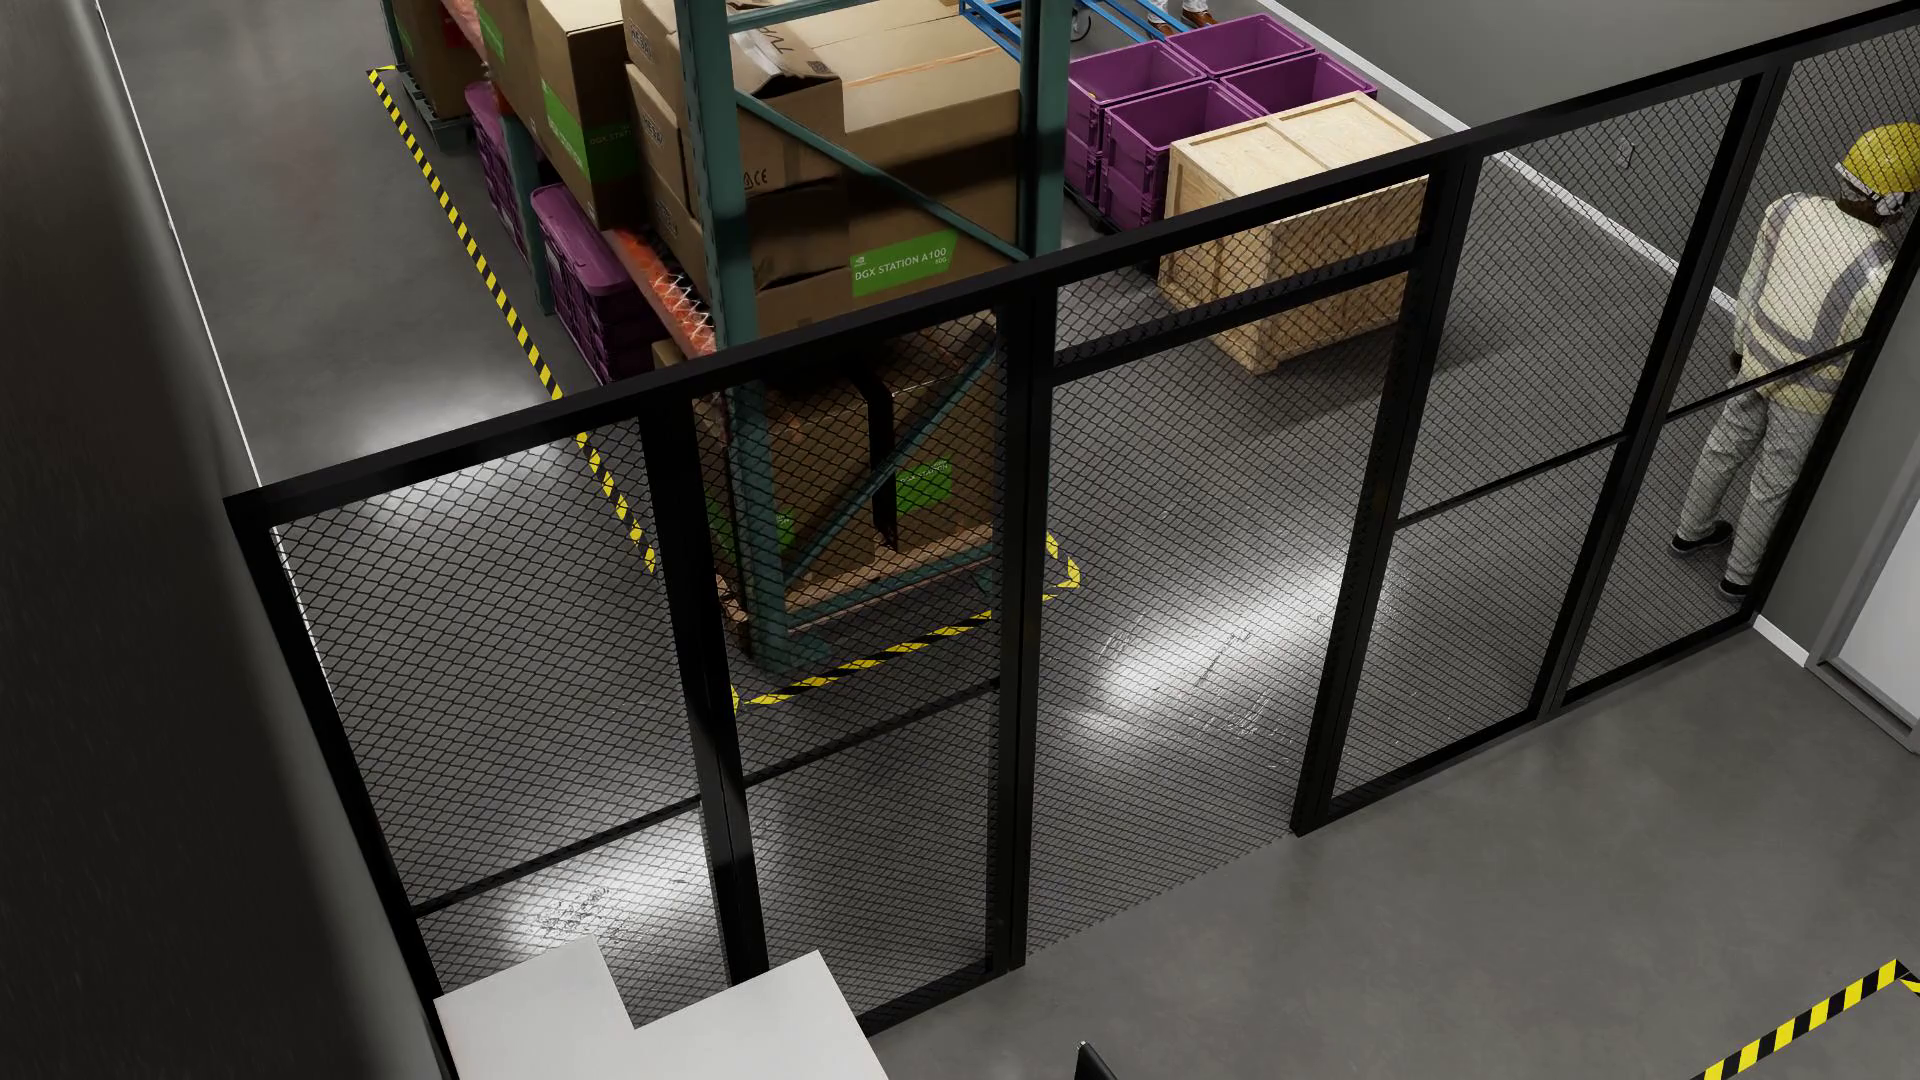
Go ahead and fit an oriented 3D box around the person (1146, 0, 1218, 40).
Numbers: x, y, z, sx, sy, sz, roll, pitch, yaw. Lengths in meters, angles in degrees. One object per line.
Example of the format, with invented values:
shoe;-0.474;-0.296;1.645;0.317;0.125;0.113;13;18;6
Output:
person;1.276;-3.629;8.915;0.630;1.940;0.372;-22;47;-22

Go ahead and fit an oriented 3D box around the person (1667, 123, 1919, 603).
person;2.857;-0.575;5.651;0.403;1.834;0.588;-14;44;-15
